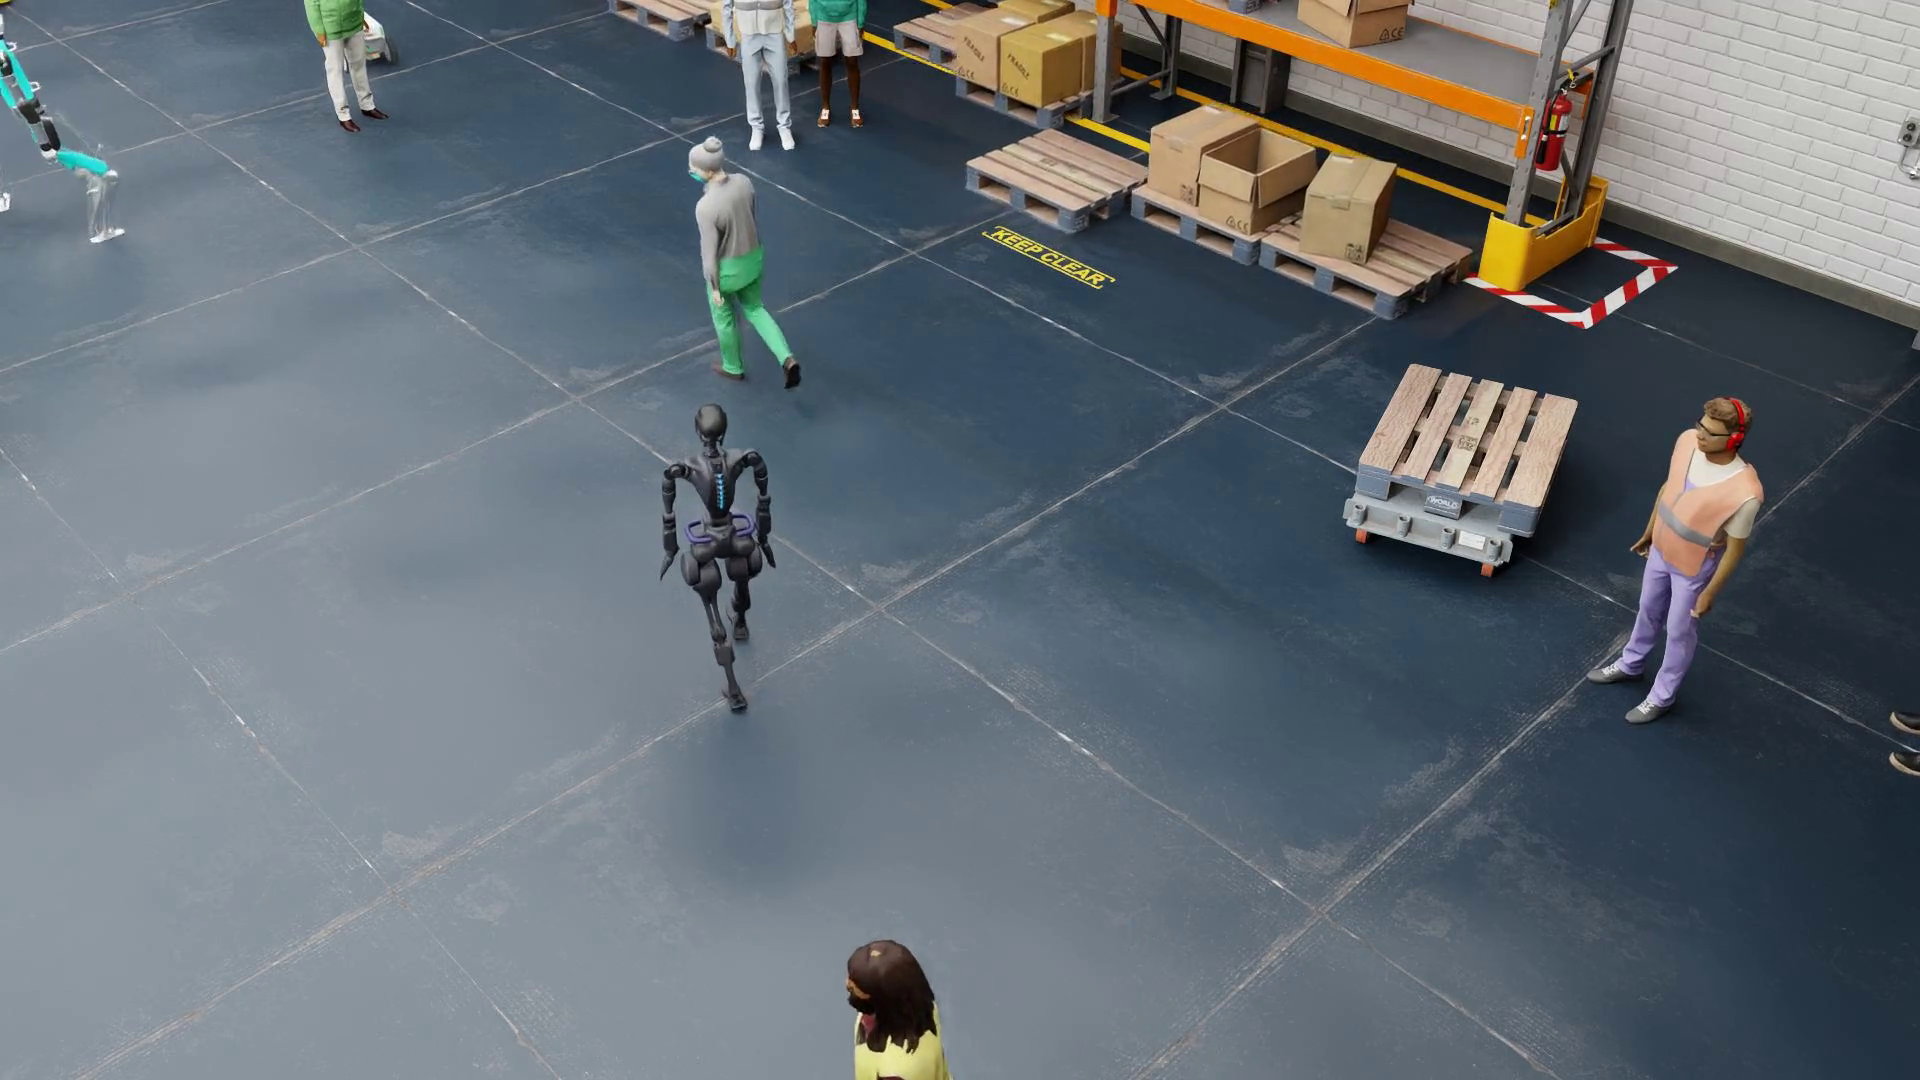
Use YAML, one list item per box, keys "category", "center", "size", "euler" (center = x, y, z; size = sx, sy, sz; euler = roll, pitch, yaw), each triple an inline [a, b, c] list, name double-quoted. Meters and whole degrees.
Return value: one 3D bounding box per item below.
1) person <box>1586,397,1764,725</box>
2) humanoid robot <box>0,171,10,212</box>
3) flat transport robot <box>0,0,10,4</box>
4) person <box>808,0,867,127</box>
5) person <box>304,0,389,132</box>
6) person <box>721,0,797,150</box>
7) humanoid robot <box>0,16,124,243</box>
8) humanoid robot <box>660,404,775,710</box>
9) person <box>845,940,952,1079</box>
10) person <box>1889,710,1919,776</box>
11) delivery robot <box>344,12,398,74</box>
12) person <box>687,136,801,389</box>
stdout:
- category: "person"
  center: [3.535, 0.097, 8.095]
  size: [0.388, 1.847, 0.564]
  euler: [-10, 38, -13]
- category: "humanoid robot"
  center: [-7.669, -3.246, 12.634]
  size: [0.552, 1.790, 0.879]
  euler: [-8, 38, -11]
- category: "flat transport robot"
  center: [-10.434, -5.472, 16.777]
  size: [1.431, 0.231, 0.659]
  euler: [-20, 42, -25]
- category: "person"
  center: [-1.032, -4.423, 14.087]
  size: [0.498, 1.843, 0.399]
  euler: [0, 37, 0]
- category: "person"
  center: [-5.253, -4.375, 14.070]
  size: [0.384, 1.782, 0.549]
  euler: [21, 42, 26]
- category: "person"
  center: [-1.645, -4.152, 13.677]
  size: [0.596, 1.906, 0.417]
  euler: [-5, 37, -7]
- category: "humanoid robot"
  center: [-6.658, -3.028, 12.399]
  size: [0.758, 1.850, 0.545]
  euler: [-21, 42, -26]
- category: "humanoid robot"
  center: [-1.236, 0.019, 8.380]
  size: [0.600, 1.625, 0.785]
  euler: [-12, 39, -16]
- category: "person"
  center: [-0.157, 1.964, 5.713]
  size: [0.797, 1.746, 0.476]
  euler: [-2, 37, -3]
- category: "person"
  center: [4.829, 0.293, 7.741]
  size: [0.367, 1.960, 0.606]
  euler: [19, 41, 23]
- category: "delivery robot"
  center: [-5.643, -4.723, 15.557]
  size: [0.499, 0.606, 0.807]
  euler: [-24, 43, -28]
- category: "person"
  center: [-1.400, -1.731, 10.534]
  size: [0.699, 1.821, 0.535]
  euler: [27, 45, 31]
